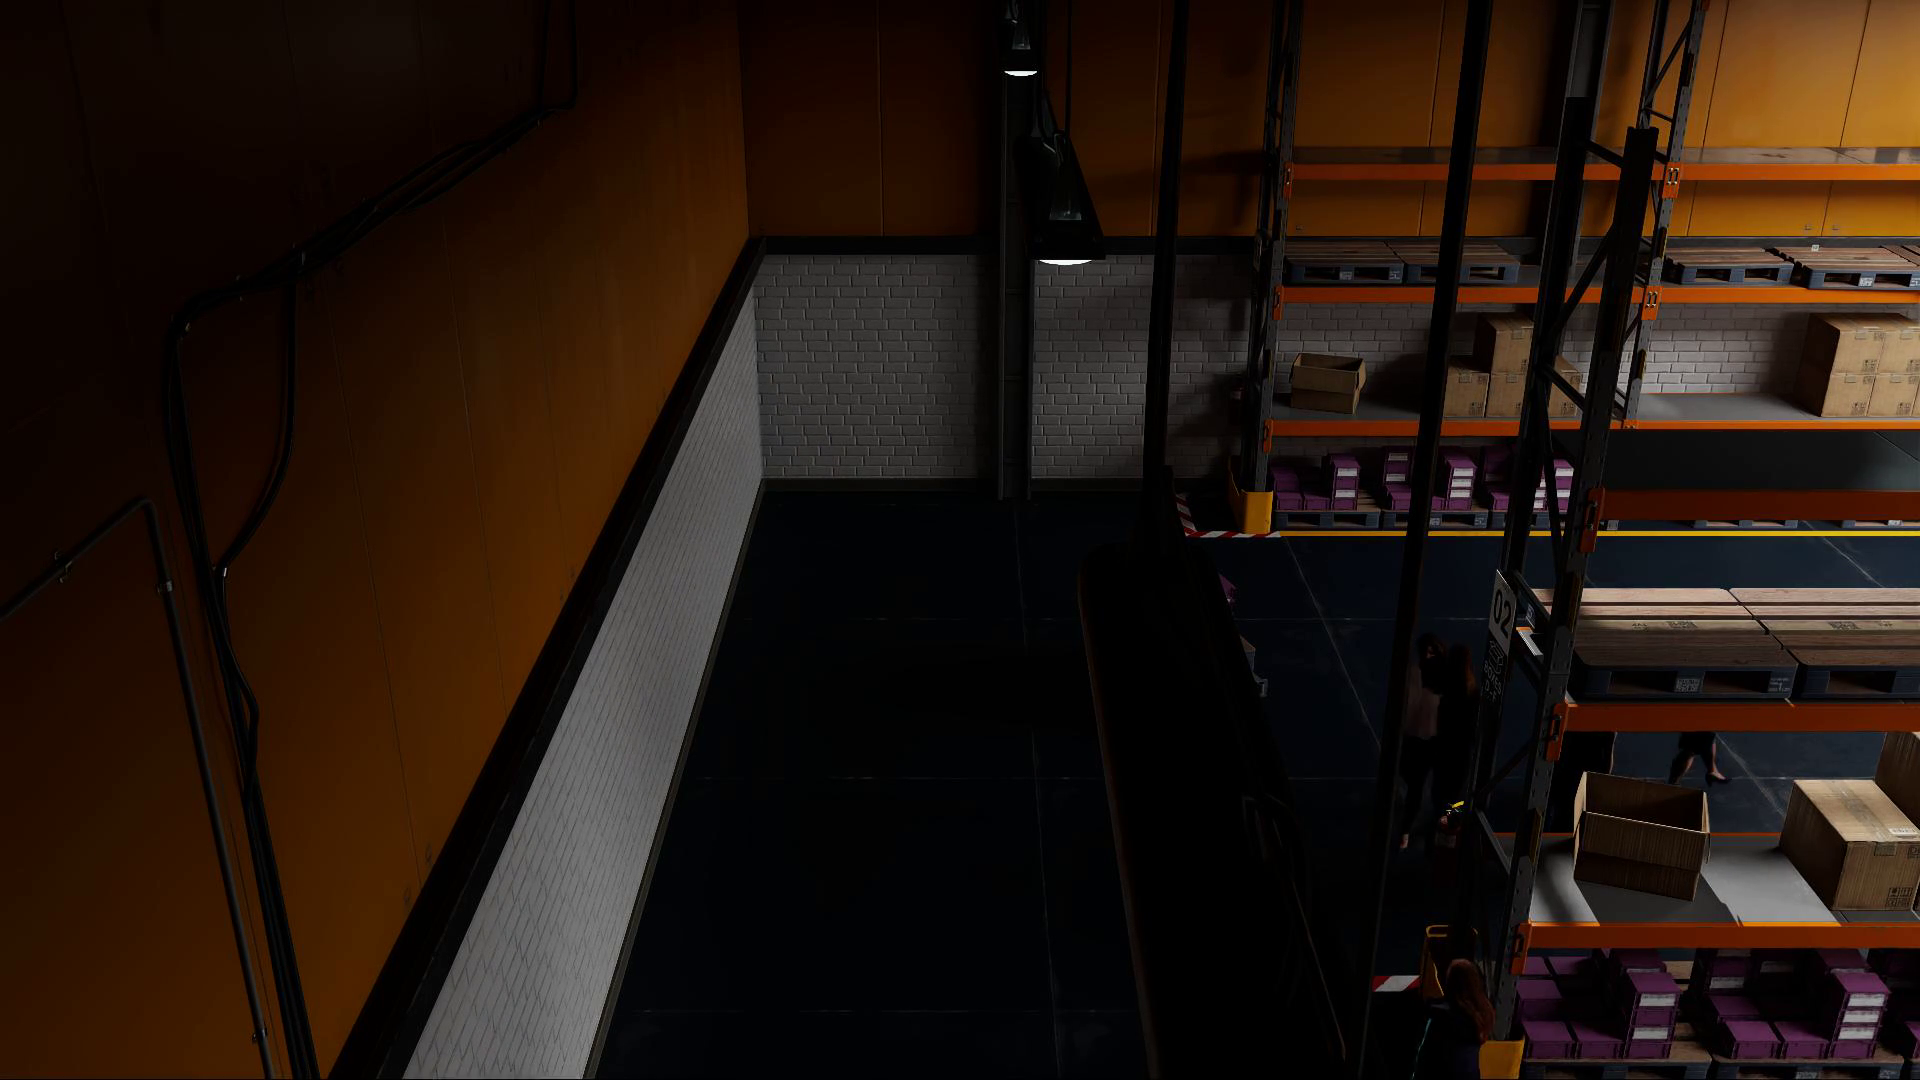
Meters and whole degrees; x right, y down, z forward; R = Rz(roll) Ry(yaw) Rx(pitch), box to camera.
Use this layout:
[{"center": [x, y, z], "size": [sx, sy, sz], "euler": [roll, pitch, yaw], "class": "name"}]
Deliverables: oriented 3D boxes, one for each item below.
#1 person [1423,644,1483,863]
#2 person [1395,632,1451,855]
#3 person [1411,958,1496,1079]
[{"center": [3.696, 1.633, 12.641], "size": [1.127, 1.681, 1.029], "euler": [13, 27, 27], "class": "person"}, {"center": [3.541, 1.488, 12.872], "size": [1.141, 1.761, 1.004], "euler": [11, 26, 24], "class": "person"}, {"center": [2.833, 3.110, 9.521], "size": [0.909, 1.473, 0.904], "euler": [-15, 28, -31], "class": "person"}]
